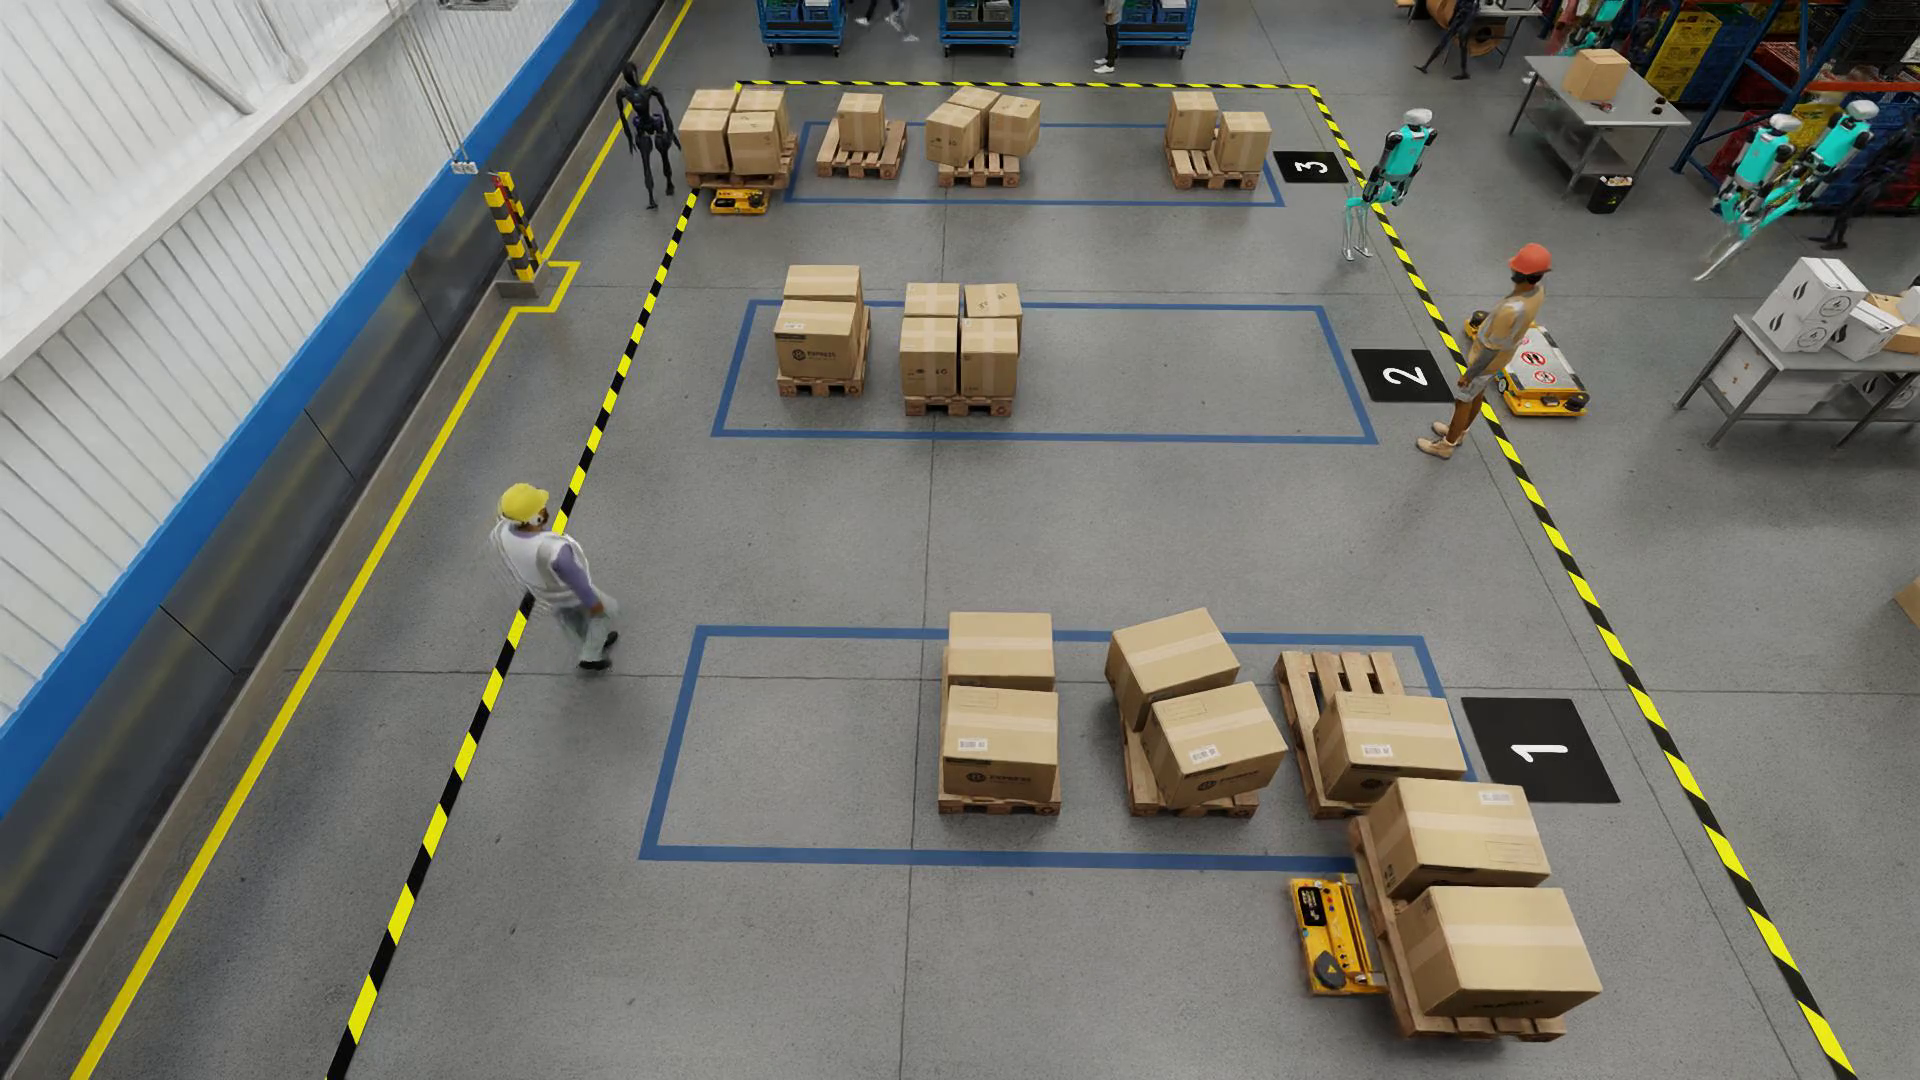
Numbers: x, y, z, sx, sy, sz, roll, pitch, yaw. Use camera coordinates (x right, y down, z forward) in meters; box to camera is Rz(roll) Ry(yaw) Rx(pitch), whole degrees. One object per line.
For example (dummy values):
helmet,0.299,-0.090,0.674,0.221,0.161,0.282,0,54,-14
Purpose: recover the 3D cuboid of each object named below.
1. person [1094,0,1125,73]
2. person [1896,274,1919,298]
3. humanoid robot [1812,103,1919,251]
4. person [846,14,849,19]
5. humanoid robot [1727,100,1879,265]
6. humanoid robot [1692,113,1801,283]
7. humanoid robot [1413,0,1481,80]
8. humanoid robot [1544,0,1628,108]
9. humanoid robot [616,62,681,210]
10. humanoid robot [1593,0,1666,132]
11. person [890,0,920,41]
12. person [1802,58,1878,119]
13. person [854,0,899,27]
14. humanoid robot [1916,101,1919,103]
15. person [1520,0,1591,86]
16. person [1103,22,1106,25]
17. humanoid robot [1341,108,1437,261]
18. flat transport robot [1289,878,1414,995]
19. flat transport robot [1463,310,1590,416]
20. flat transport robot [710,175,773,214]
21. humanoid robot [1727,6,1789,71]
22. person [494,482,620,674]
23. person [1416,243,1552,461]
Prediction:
person,2.168,-7.721,13.172,0.396,1.847,0.587,8,50,7
person,10.368,-3.166,9.240,0.336,1.838,0.505,-28,55,-22
humanoid robot,10.046,-3.953,10.025,0.335,1.645,0.584,13,50,11
person,-2.039,-9.207,14.451,0.443,1.851,0.526,-34,57,-26
humanoid robot,8.845,-3.770,9.879,0.795,1.861,0.538,0,49,0
humanoid robot,8.391,-3.568,9.707,0.798,1.856,0.543,-6,49,-5
humanoid robot,7.163,-7.419,13.060,0.807,1.634,0.601,0,49,0
humanoid robot,8.491,-6.939,12.575,0.531,1.786,0.795,-16,51,-14
humanoid robot,-3.599,-4.703,10.699,0.615,1.624,0.773,-6,49,-5
humanoid robot,8.797,-6.231,12.010,0.400,1.638,0.610,25,54,20
person,-0.821,-8.598,14.005,0.420,1.723,0.565,-9,50,-8
person,10.806,-5.579,11.362,0.969,1.798,0.618,-1,49,-1
person,-1.341,-9.072,14.353,0.951,1.819,0.557,-24,53,-20
humanoid robot,12.281,-5.614,11.446,0.914,1.802,0.549,10,50,8
person,8.558,-7.428,12.881,0.439,1.909,0.595,30,55,23
person,2.592,-9.015,14.164,0.388,2.044,0.606,-26,54,-21
humanoid robot,4.471,-3.848,9.806,0.533,1.674,0.735,-11,50,-9
flat transport robot,2.780,2.352,5.479,1.431,0.197,0.652,1,49,1
flat transport robot,5.573,-1.757,9.054,0.659,0.231,1.431,1,49,1
flat transport robot,-2.666,-4.530,11.436,0.652,0.197,1.431,1,49,1
humanoid robot,11.781,-7.575,13.195,0.802,1.623,0.584,-1,49,-1
person,-2.699,0.291,6.250,0.613,1.821,0.428,21,52,17
person,4.400,-1.540,7.698,0.613,2.035,0.388,-35,58,-26
